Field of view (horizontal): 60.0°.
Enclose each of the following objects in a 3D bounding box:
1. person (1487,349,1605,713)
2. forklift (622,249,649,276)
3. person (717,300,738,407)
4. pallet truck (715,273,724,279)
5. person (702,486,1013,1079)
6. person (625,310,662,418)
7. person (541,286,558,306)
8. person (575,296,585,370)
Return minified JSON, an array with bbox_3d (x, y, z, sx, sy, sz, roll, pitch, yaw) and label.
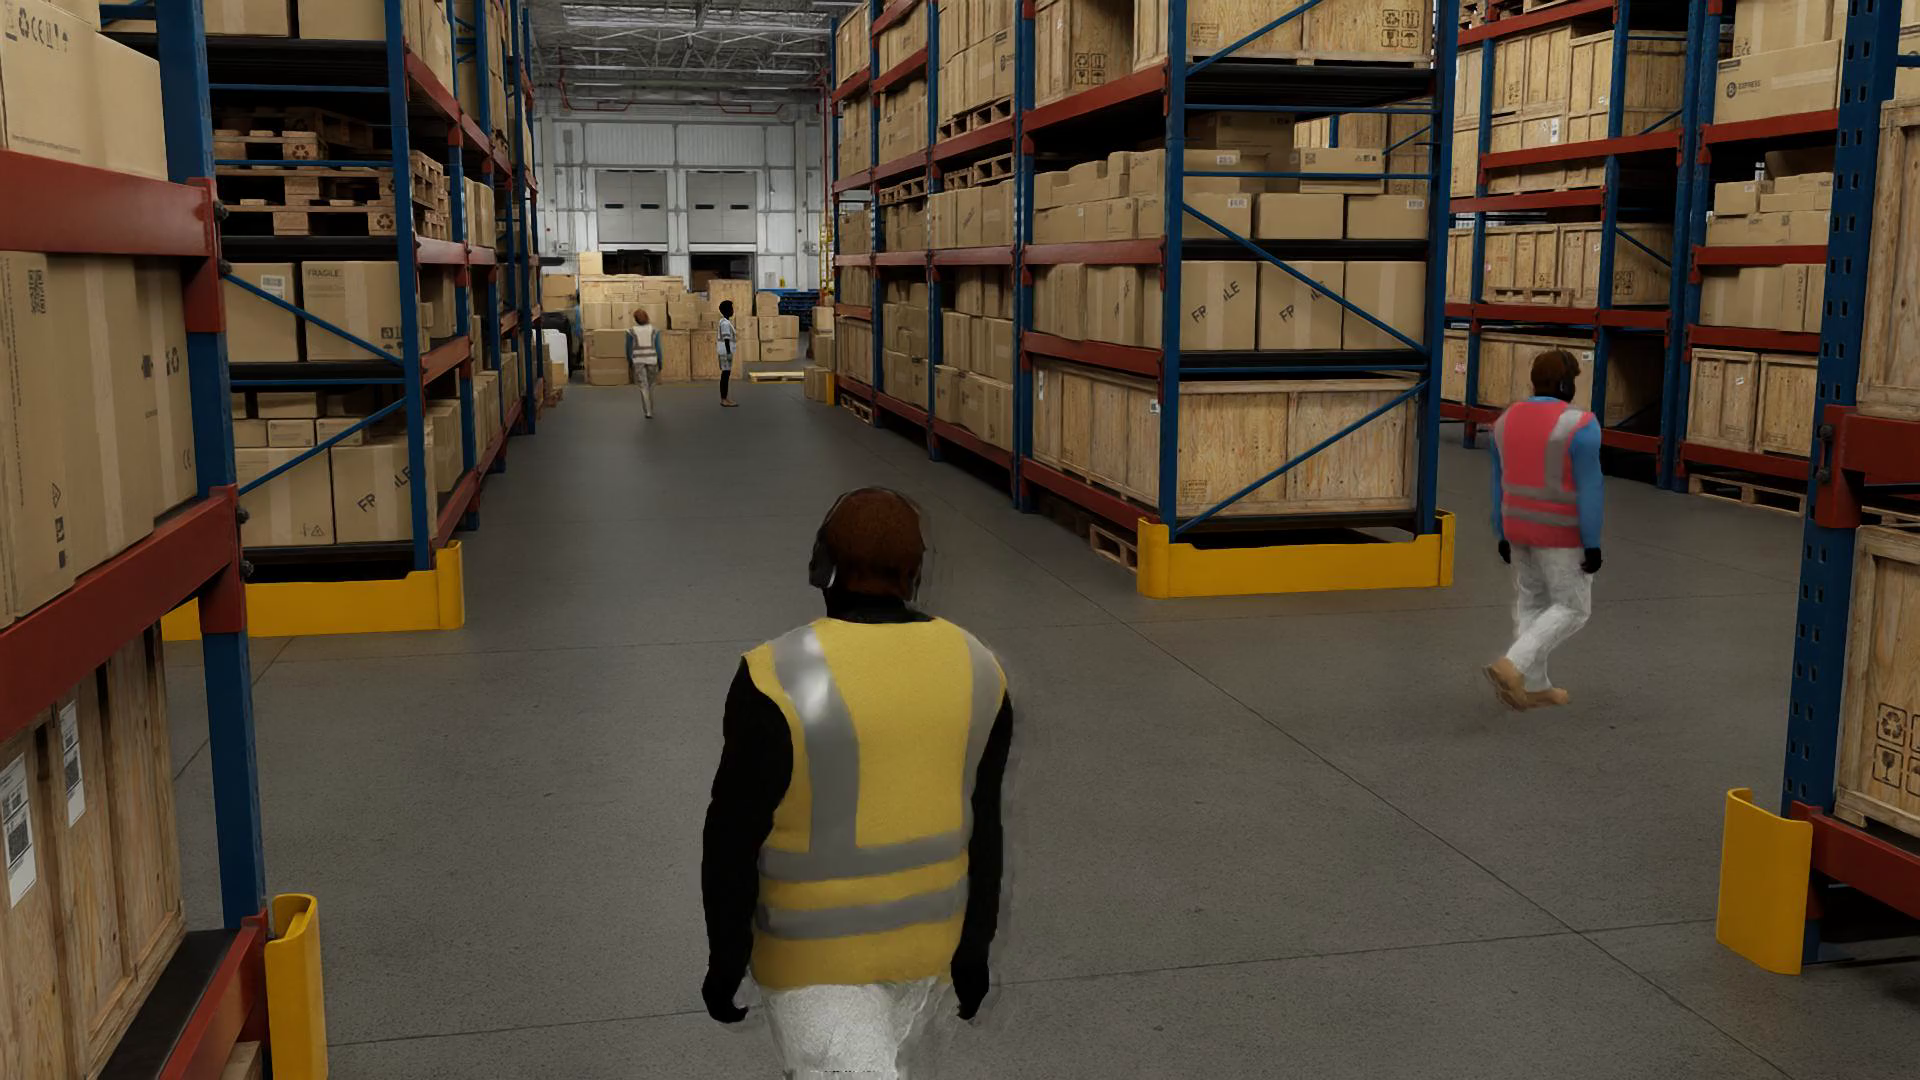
[{"bbox_3d":[2.852,-0.025,8.191,0.586,1.821,0.640,-5,10,-26],"label":"person"},{"bbox_3d":[-10.974,-8.474,56.474,1.129,2.768,1.873,-1,9,-8],"label":"forklift"},{"bbox_3d":[-3.715,-2.971,26.531,0.318,1.697,0.536,-2,10,-12],"label":"person"},{"bbox_3d":[-8.580,-8.986,62.280,1.885,1.965,0.823,1,9,5],"label":"pallet truck"},{"bbox_3d":[-0.149,0.801,3.238,0.622,1.805,0.911,-8,12,-40],"label":"person"},{"bbox_3d":[-4.684,-2.605,24.639,0.506,1.584,0.924,-4,10,-22],"label":"person"},{"bbox_3d":[-14.526,-8.386,58.835,0.595,1.925,0.371,-2,9,-11],"label":"person"},{"bbox_3d":[-8.013,-4.501,35.926,0.771,1.663,0.555,-5,11,-30],"label":"person"}]
